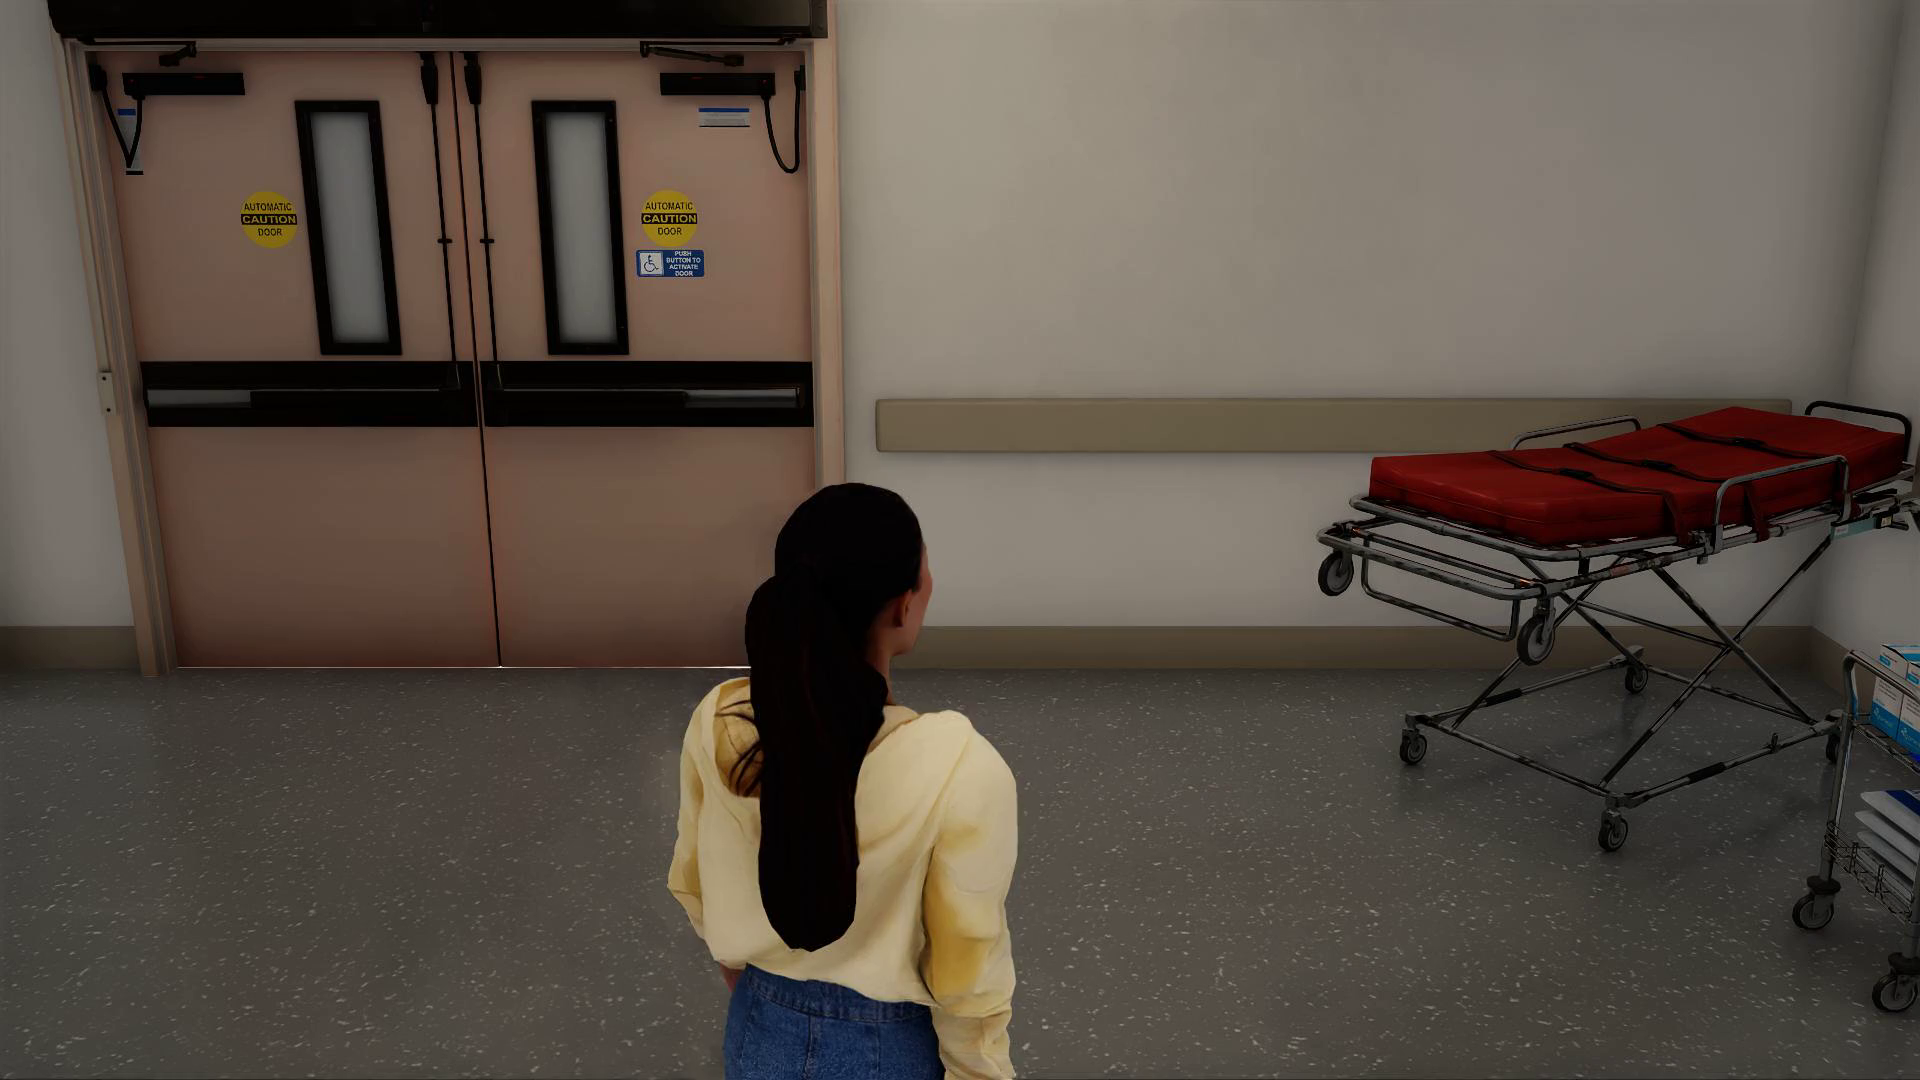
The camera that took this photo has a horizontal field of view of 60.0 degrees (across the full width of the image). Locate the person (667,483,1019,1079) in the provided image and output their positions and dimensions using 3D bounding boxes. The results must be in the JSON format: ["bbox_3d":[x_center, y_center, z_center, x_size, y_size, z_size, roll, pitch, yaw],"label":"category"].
[{"bbox_3d":[-0.178,0.764,2.075,0.886,1.590,1.138,5,17,18],"label":"person"}]
